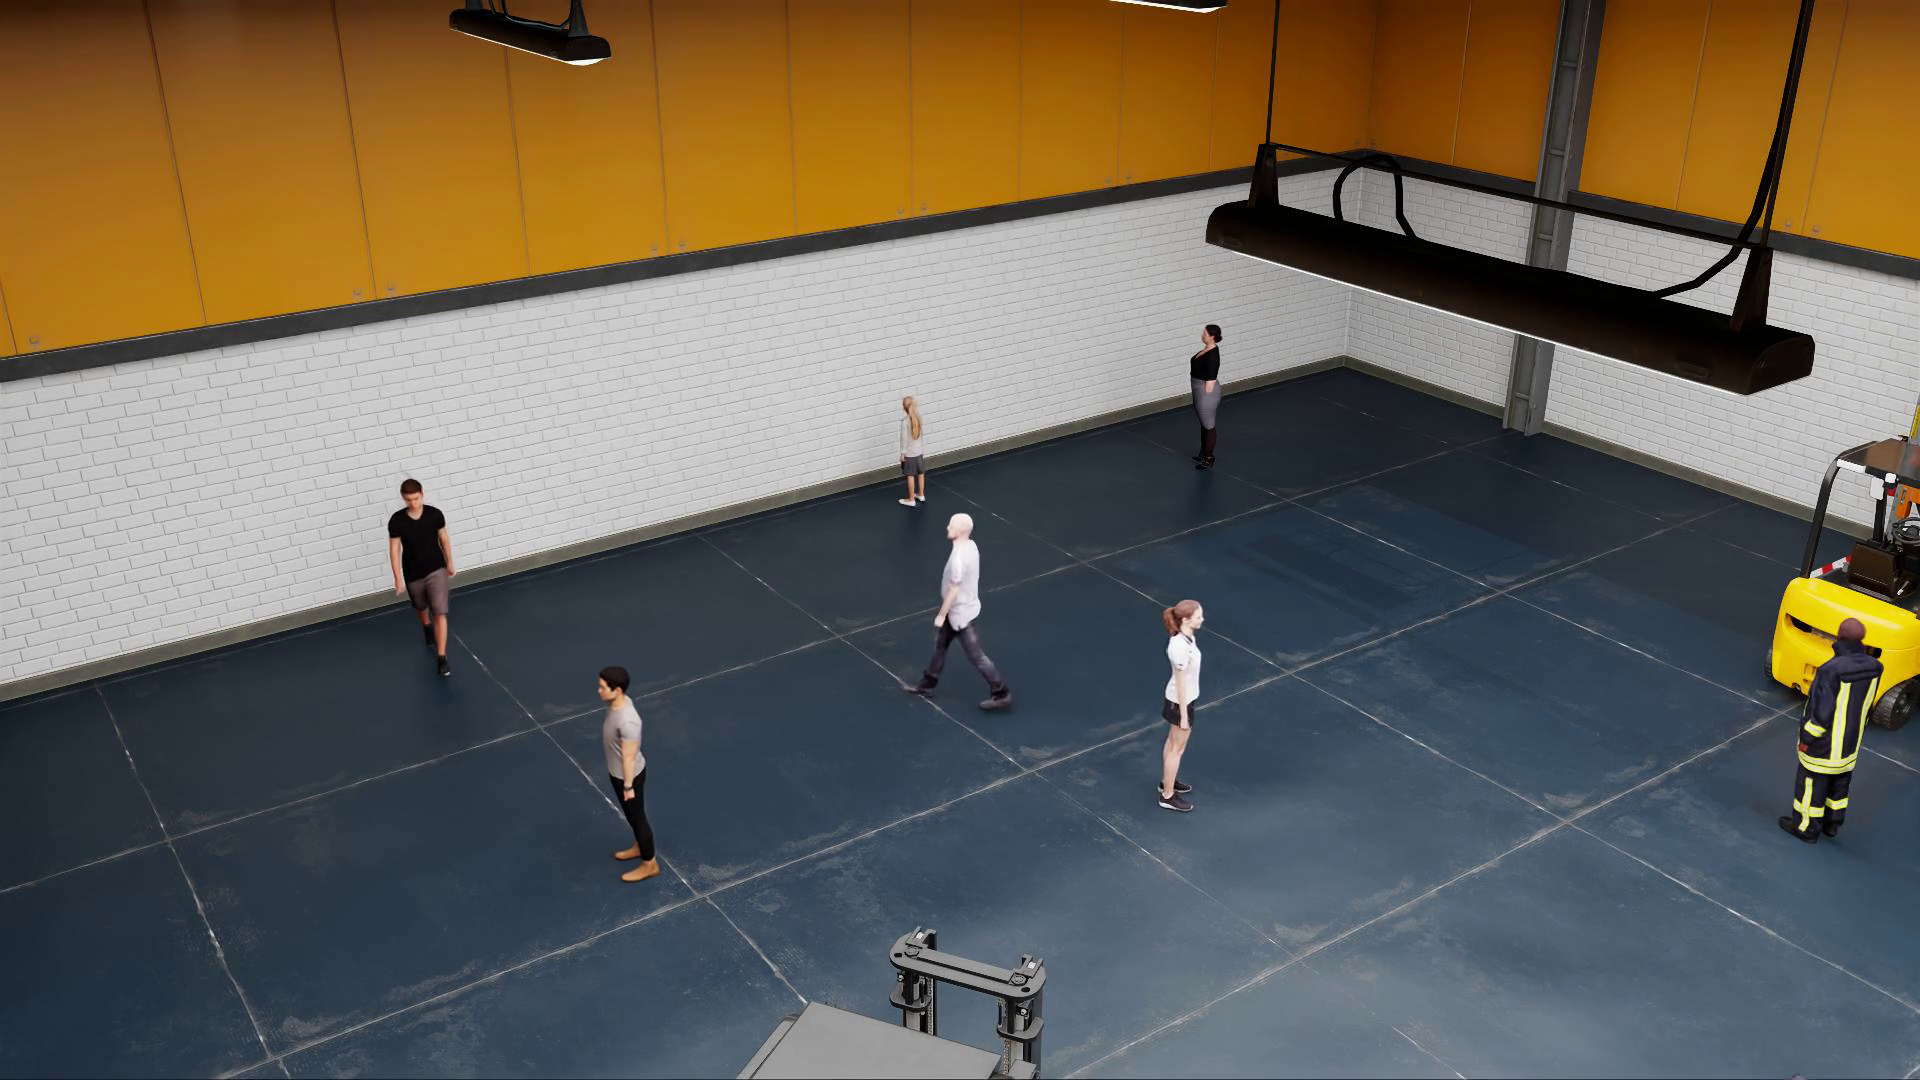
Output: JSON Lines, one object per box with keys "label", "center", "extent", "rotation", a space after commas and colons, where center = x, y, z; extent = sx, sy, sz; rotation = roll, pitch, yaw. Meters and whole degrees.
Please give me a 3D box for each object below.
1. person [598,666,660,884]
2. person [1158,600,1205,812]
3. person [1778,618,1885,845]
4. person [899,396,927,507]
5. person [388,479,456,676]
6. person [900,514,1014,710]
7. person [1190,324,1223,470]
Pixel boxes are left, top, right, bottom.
{"label": "person", "center": [-2.408, 1.663, 12.070], "extent": [0.705, 1.715, 0.546], "rotation": [-9, 25, -19]}
{"label": "person", "center": [1.713, 1.263, 12.944], "extent": [0.741, 1.749, 0.673], "rotation": [3, 24, 7]}
{"label": "person", "center": [6.577, 1.413, 12.510], "extent": [0.820, 1.821, 0.775], "rotation": [-8, 25, -17]}
{"label": "person", "center": [-0.534, -1.017, 18.752], "extent": [0.578, 1.275, 0.552], "rotation": [18, 30, 36]}
{"label": "person", "center": [-4.881, 0.250, 15.166], "extent": [0.932, 1.825, 1.335], "rotation": [-8, 25, -18]}
{"label": "person", "center": [0.106, 0.664, 14.271], "extent": [1.242, 1.784, 1.242], "rotation": [3, 24, 6]}
{"label": "person", "center": [2.943, -1.719, 19.750], "extent": [0.837, 1.761, 0.751], "rotation": [1, 24, 1]}
